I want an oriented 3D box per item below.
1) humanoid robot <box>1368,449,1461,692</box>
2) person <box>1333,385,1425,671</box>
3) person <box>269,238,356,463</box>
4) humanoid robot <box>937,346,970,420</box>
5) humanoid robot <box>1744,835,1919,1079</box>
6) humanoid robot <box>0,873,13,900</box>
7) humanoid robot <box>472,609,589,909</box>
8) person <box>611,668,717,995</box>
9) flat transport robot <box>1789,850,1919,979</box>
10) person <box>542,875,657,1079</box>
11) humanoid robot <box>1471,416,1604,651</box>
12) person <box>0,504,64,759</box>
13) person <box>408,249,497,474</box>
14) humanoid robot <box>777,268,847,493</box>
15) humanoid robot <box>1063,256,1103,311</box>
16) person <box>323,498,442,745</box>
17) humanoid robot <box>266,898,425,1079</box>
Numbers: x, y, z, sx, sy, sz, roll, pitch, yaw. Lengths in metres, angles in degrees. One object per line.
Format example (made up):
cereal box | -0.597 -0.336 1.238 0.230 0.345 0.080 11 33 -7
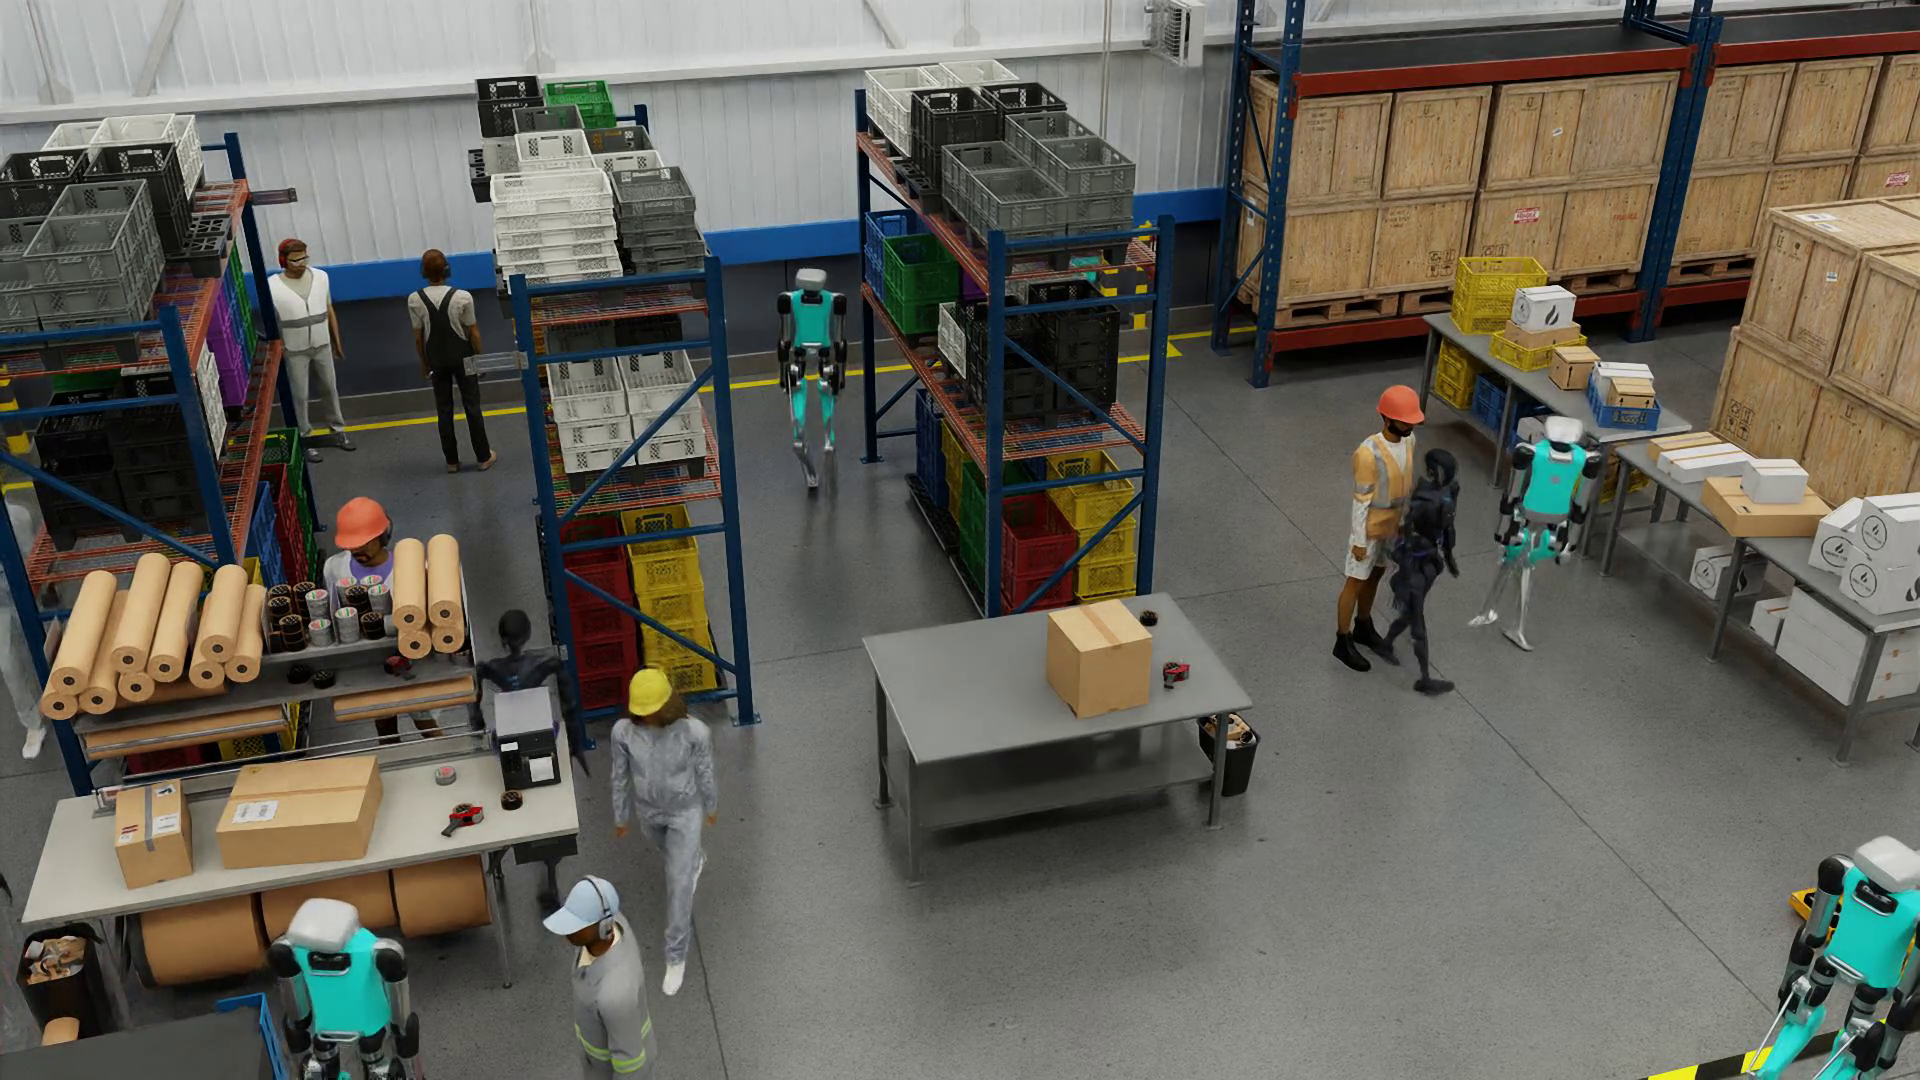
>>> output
humanoid robot | 2.925 0.161 10.444 0.591 1.638 0.701 -25 37 -38
person | 2.682 -0.093 10.598 0.543 1.939 0.368 -24 37 -37
person | -5.237 -1.538 13.337 0.384 1.835 0.565 24 37 37
humanoid robot | -0.010 -1.659 13.724 0.394 1.637 0.612 -18 33 -29
humanoid robot | 3.498 2.016 6.829 0.735 1.677 0.533 -16 33 -27
humanoid robot | -4.852 1.584 7.860 0.590 1.619 0.778 -9 30 -16
humanoid robot | -2.275 1.129 8.701 0.603 1.617 0.775 -2 29 -4
person | -1.460 1.304 8.318 0.493 1.694 0.923 3 29 5
flat transport robot | 5.163 1.916 8.676 1.431 0.231 0.659 -8 30 -14
person | -1.410 2.094 6.707 0.369 1.852 0.595 -9 30 -17
humanoid robot | 3.727 -0.085 10.817 0.578 1.790 0.859 6 29 11
person | -5.650 0.322 9.956 0.522 1.832 0.824 -7 29 -12
person | -3.990 -1.392 13.060 0.506 1.843 0.346 -3 29 -6
humanoid robot | -1.123 -1.085 12.714 0.543 1.885 0.739 -1 29 -2
humanoid robot | 0.807 -2.017 14.384 0.864 1.850 0.551 25 38 38
person | -3.107 0.689 9.072 0.619 2.039 0.390 2 29 3
humanoid robot | -2.429 2.307 6.495 0.533 1.789 1.017 1 29 2
